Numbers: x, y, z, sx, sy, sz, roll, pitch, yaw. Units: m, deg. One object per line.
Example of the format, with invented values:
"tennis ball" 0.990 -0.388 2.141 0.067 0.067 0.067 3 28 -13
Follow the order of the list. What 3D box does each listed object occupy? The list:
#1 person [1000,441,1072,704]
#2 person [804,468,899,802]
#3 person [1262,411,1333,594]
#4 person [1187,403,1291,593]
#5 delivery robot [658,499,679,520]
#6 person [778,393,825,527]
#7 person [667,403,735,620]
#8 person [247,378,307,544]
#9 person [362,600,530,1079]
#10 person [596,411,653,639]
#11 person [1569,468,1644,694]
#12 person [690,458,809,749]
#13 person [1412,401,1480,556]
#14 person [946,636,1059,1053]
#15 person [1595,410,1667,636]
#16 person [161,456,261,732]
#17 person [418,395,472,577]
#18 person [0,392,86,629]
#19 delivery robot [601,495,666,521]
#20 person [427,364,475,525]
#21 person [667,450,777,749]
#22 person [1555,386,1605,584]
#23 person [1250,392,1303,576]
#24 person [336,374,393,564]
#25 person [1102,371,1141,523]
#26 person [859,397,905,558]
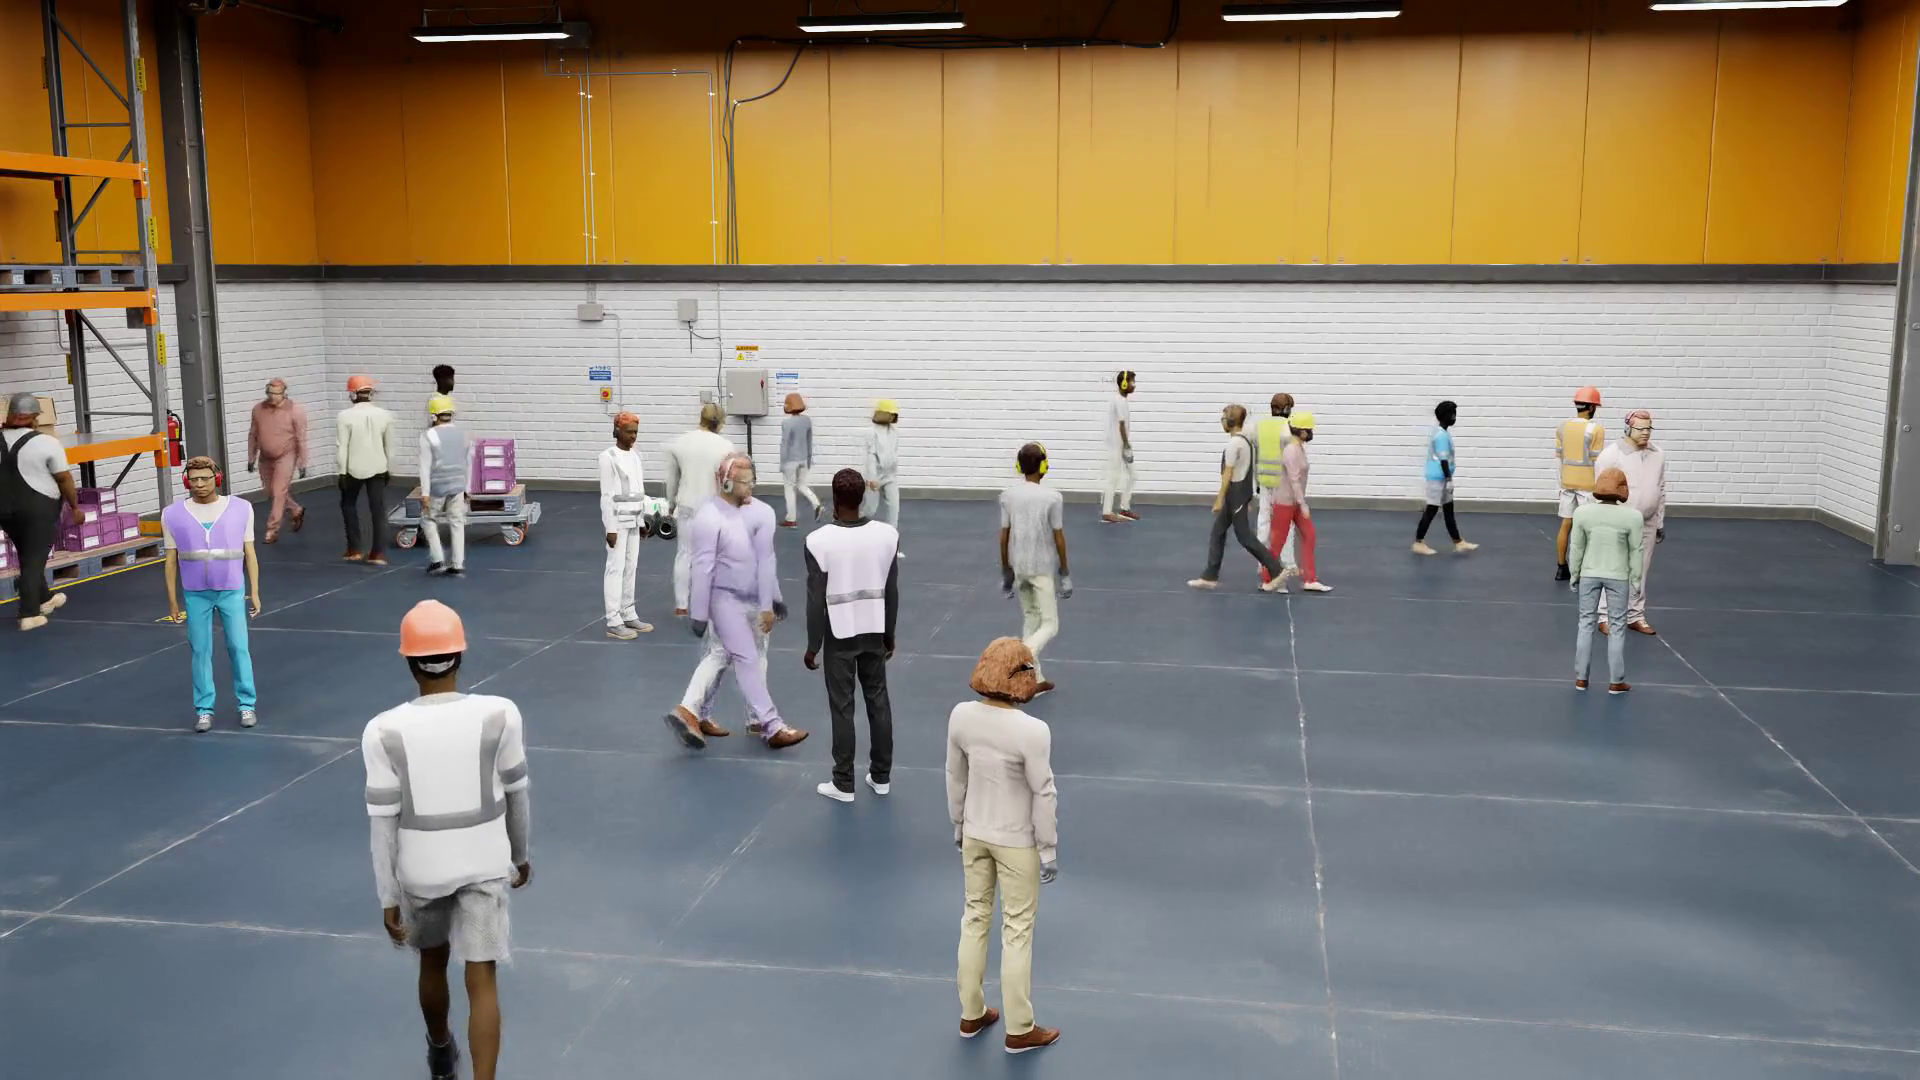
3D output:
"person" 0.501 0.235 11.695 0.532 1.851 0.711 6 11 35
"person" -0.615 0.559 9.556 0.590 1.896 0.399 -5 11 -30
"person" 3.203 -0.334 15.592 0.765 1.735 0.534 5 10 28
"person" 2.680 -0.394 15.760 0.943 1.806 0.527 3 9 15
"delivery robot" -3.071 -0.344 19.007 0.707 0.478 0.477 1 9 4
"person" -1.910 -0.934 19.667 0.536 1.615 0.509 6 11 35
"person" -2.290 -0.272 14.757 0.738 1.878 0.979 2 9 12
"person" -7.682 -0.919 18.847 0.695 1.867 0.793 2 9 10
"person" -1.798 1.155 5.887 0.547 1.894 0.998 -2 9 -15
"person" -2.792 -0.130 13.854 0.353 1.886 0.572 3 10 18
"person" 4.666 0.291 12.025 0.507 1.631 0.276 6 11 33
"person" -1.398 0.399 10.654 0.984 1.852 0.647 3 10 20
"person" 5.191 -0.646 17.711 0.711 1.660 0.549 3 10 16
"person" 0.170 1.180 6.508 0.508 1.632 0.270 8 12 40
"person" 5.603 -0.138 13.872 0.639 1.900 0.403 -3 10 -16
"person" -4.955 0.352 11.041 0.567 1.836 0.386 -4 10 -21
"person" -5.154 -0.530 16.544 0.531 1.814 0.626 8 12 40
"person" -7.985 -0.298 14.416 0.700 2.000 0.957 1 9 8
"delivery robot" -3.776 -0.376 19.208 0.707 0.478 0.477 2 9 11
"person" -6.193 -1.119 19.790 0.685 1.951 0.615 -1 9 -8
"person" -1.498 0.388 10.648 0.647 1.905 0.863 4 10 23
"person" 6.064 -0.536 16.224 0.361 1.935 0.544 -6 11 -31
"person" 3.201 -0.553 16.632 0.429 1.841 0.625 -8 12 -42
"person" -6.251 -0.739 17.349 0.706 1.972 0.659 9 13 43
"person" 1.994 -1.113 20.089 0.616 1.849 0.537 2 9 12
"person" -0.880 -0.686 17.826 0.493 1.711 0.735 -8 12 -41
